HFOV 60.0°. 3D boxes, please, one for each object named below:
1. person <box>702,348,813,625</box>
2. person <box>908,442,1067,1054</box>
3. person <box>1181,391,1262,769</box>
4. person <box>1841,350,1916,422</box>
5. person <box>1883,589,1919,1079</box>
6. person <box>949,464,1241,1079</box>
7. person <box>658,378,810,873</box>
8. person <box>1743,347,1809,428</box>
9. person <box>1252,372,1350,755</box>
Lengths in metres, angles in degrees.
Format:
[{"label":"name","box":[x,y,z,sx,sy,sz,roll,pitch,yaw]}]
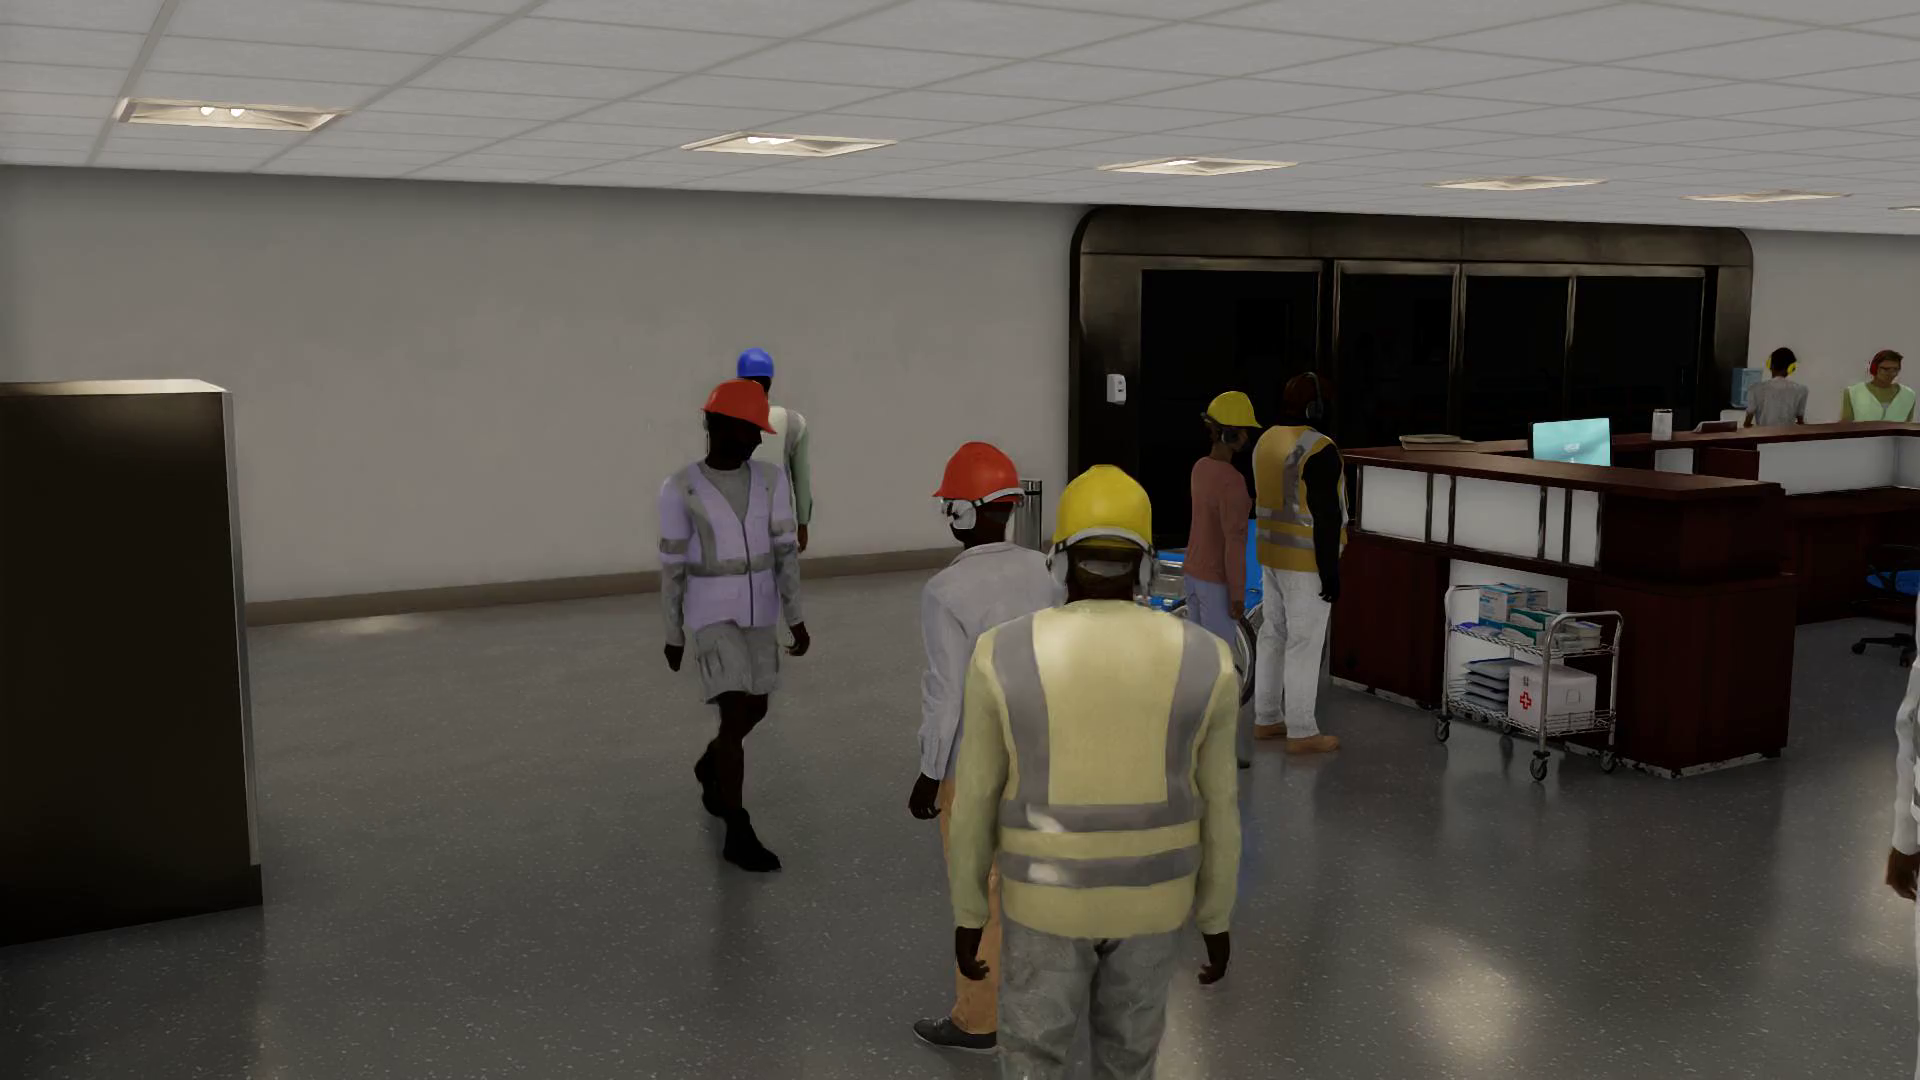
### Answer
[{"label":"person","box":[-1.189,-0.145,9.583,0.610,1.908,0.875,-3,9,-22]},{"label":"person","box":[0.062,0.593,4.813,0.327,1.753,0.561,7,10,41]},{"label":"person","box":[1.219,0.186,7.759,0.342,1.756,0.518,-2,8,-13]},{"label":"person","box":[7.602,-0.679,13.874,0.612,1.818,0.778,1,8,9]},{"label":"person","box":[2.253,0.697,3.605,0.360,1.882,0.575,-2,8,-14]},{"label":"person","box":[0.291,0.756,3.460,0.617,1.804,0.696,0,8,-3]},{"label":"person","box":[-0.927,0.286,6.633,0.531,1.866,0.954,-6,10,-36]},{"label":"person","box":[7.115,-0.776,14.588,0.533,1.810,0.920,3,8,21]},{"label":"person","box":[1.646,0.112,8.041,0.431,1.836,0.618,-3,8,-18]}]
